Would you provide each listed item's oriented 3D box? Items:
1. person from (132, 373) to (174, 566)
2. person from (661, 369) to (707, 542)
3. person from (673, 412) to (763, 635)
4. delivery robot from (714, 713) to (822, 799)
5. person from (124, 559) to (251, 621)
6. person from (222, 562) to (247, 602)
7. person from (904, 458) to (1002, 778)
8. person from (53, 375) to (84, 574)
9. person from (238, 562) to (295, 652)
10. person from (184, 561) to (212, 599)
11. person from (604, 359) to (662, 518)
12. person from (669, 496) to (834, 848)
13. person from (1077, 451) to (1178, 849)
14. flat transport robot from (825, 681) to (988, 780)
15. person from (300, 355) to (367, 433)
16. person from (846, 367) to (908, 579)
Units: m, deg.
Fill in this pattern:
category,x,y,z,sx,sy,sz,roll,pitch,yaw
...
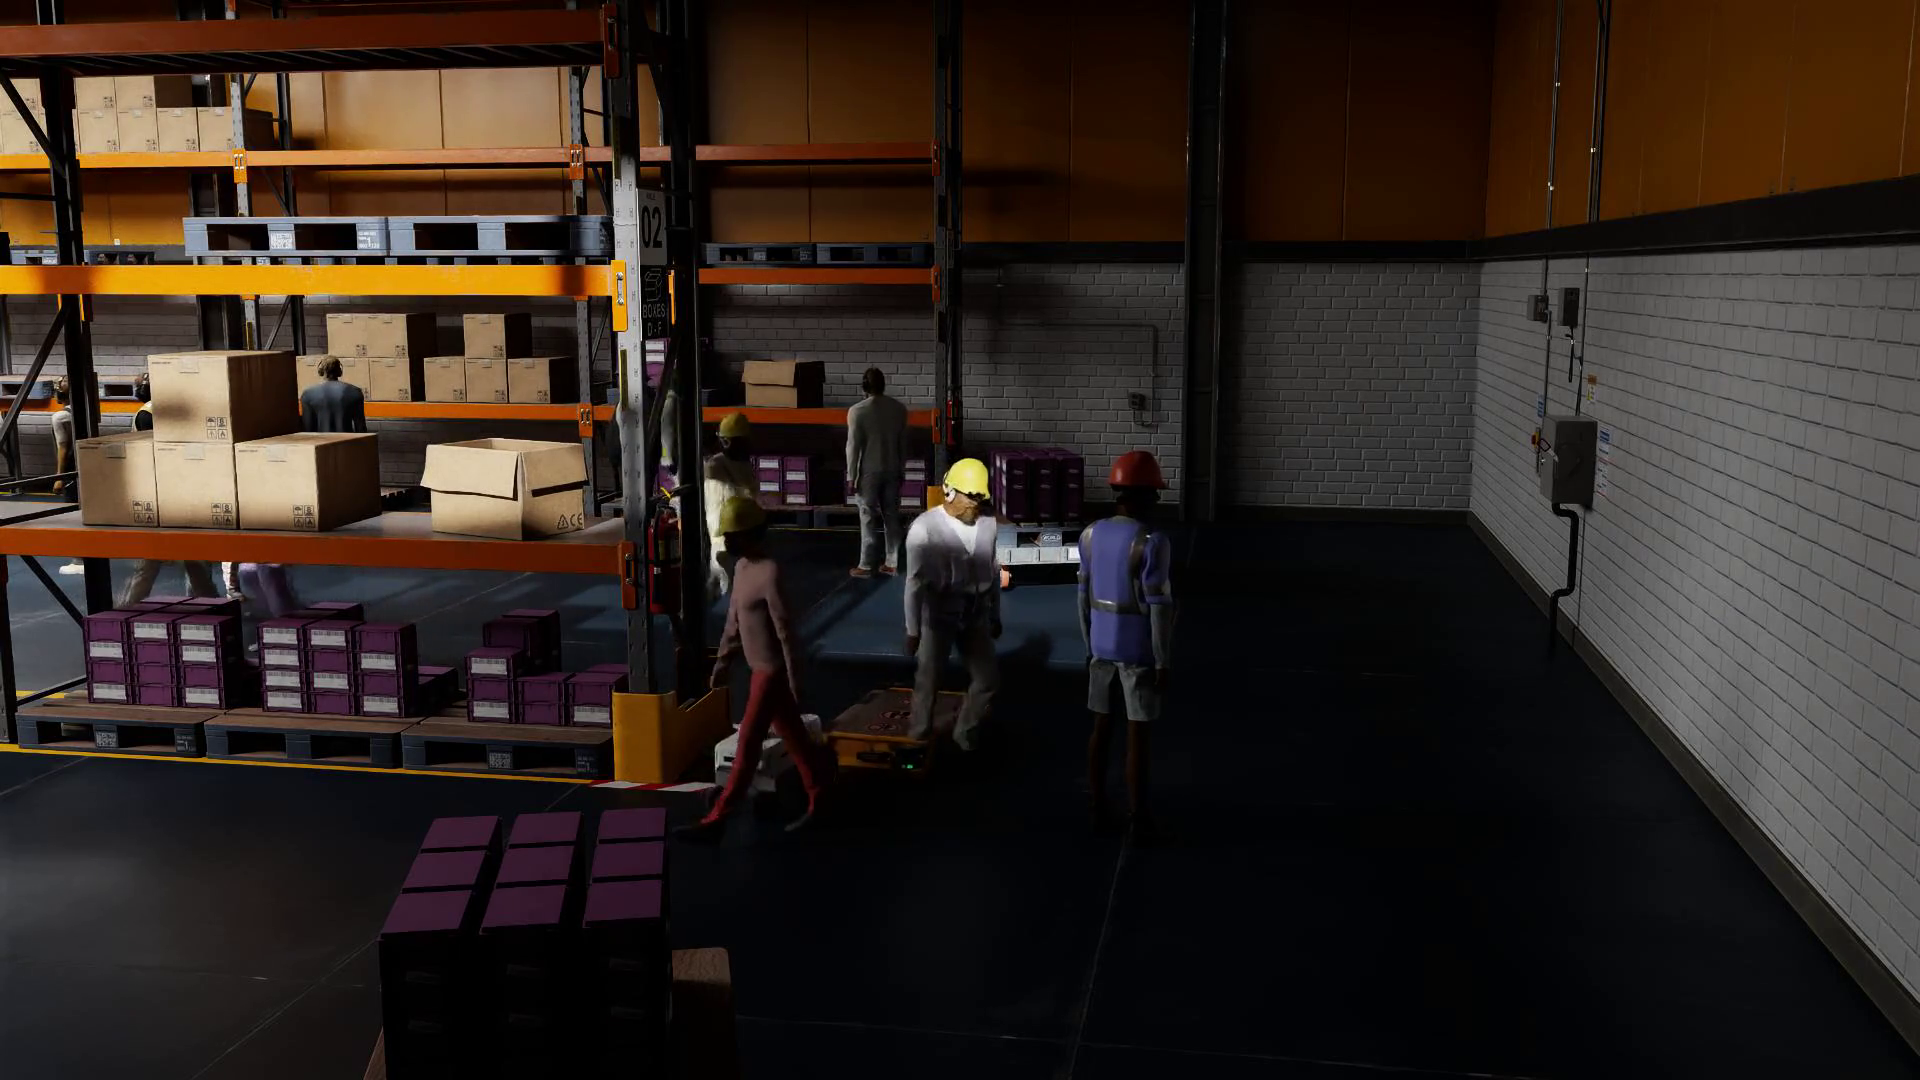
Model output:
category,x,y,z,sx,sy,sz,roll,pitch,yaw
person,-7.681,-0.674,15.881,0.430,1.845,0.620,-1,9,-4
person,-2.900,-0.869,17.139,0.528,1.827,0.646,2,9,9
person,-1.688,-0.035,12.070,0.883,1.804,0.593,4,10,26
delivery robot,-0.994,1.083,8.671,0.477,0.478,0.707,3,10,18
person,-5.999,-0.033,12.757,0.965,1.553,0.526,-2,9,-14
person,-6.283,-0.441,13.988,0.612,1.986,0.400,-6,11,-33
person,-0.029,0.433,9.165,0.713,1.785,0.571,-7,11,-37
person,-8.209,-0.605,15.442,0.343,1.847,0.507,2,9,9
person,-5.033,-0.060,11.947,0.560,1.878,0.666,-3,10,-16
person,-6.146,-0.302,13.447,0.348,1.882,0.584,-7,11,-37
person,-3.159,-0.806,16.084,0.535,2.000,0.688,1,9,6
person,-1.015,0.640,8.102,0.892,1.710,0.521,-4,10,-22
person,0.826,0.529,8.135,0.375,1.934,0.547,-8,12,-42
flat transport robot,-0.335,1.096,9.760,0.652,0.197,1.431,3,10,16
person,-6.488,-0.947,17.276,0.635,1.937,0.353,-5,10,-27
person,-0.763,-0.609,15.224,0.635,1.932,0.370,-6,11,-34
